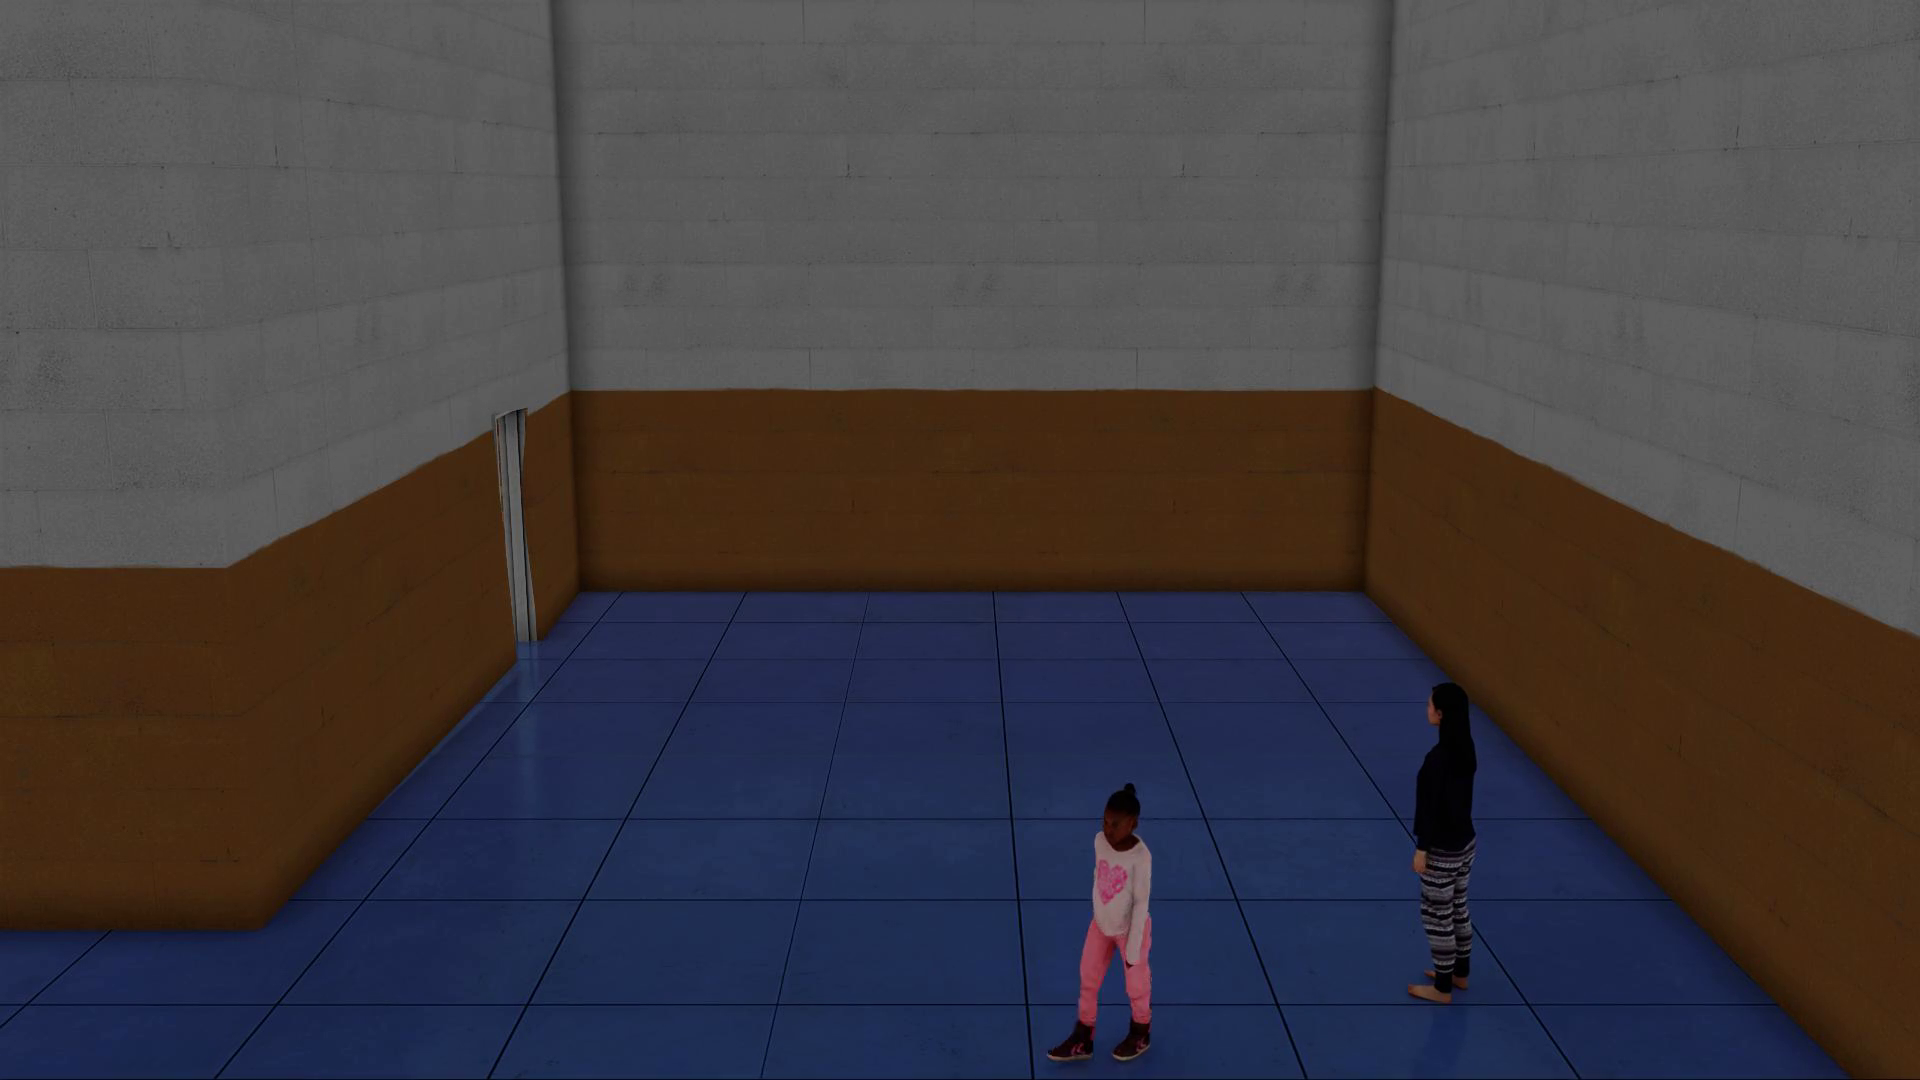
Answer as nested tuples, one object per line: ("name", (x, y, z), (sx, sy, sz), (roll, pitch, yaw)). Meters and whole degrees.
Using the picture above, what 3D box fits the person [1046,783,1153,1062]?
("person", (0.845, 1.873, 8.211), (0.907, 1.436, 0.829), (-10, 15, -39))

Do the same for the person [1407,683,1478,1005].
("person", (2.592, 1.594, 8.823), (0.717, 1.730, 0.668), (11, 16, 41))
